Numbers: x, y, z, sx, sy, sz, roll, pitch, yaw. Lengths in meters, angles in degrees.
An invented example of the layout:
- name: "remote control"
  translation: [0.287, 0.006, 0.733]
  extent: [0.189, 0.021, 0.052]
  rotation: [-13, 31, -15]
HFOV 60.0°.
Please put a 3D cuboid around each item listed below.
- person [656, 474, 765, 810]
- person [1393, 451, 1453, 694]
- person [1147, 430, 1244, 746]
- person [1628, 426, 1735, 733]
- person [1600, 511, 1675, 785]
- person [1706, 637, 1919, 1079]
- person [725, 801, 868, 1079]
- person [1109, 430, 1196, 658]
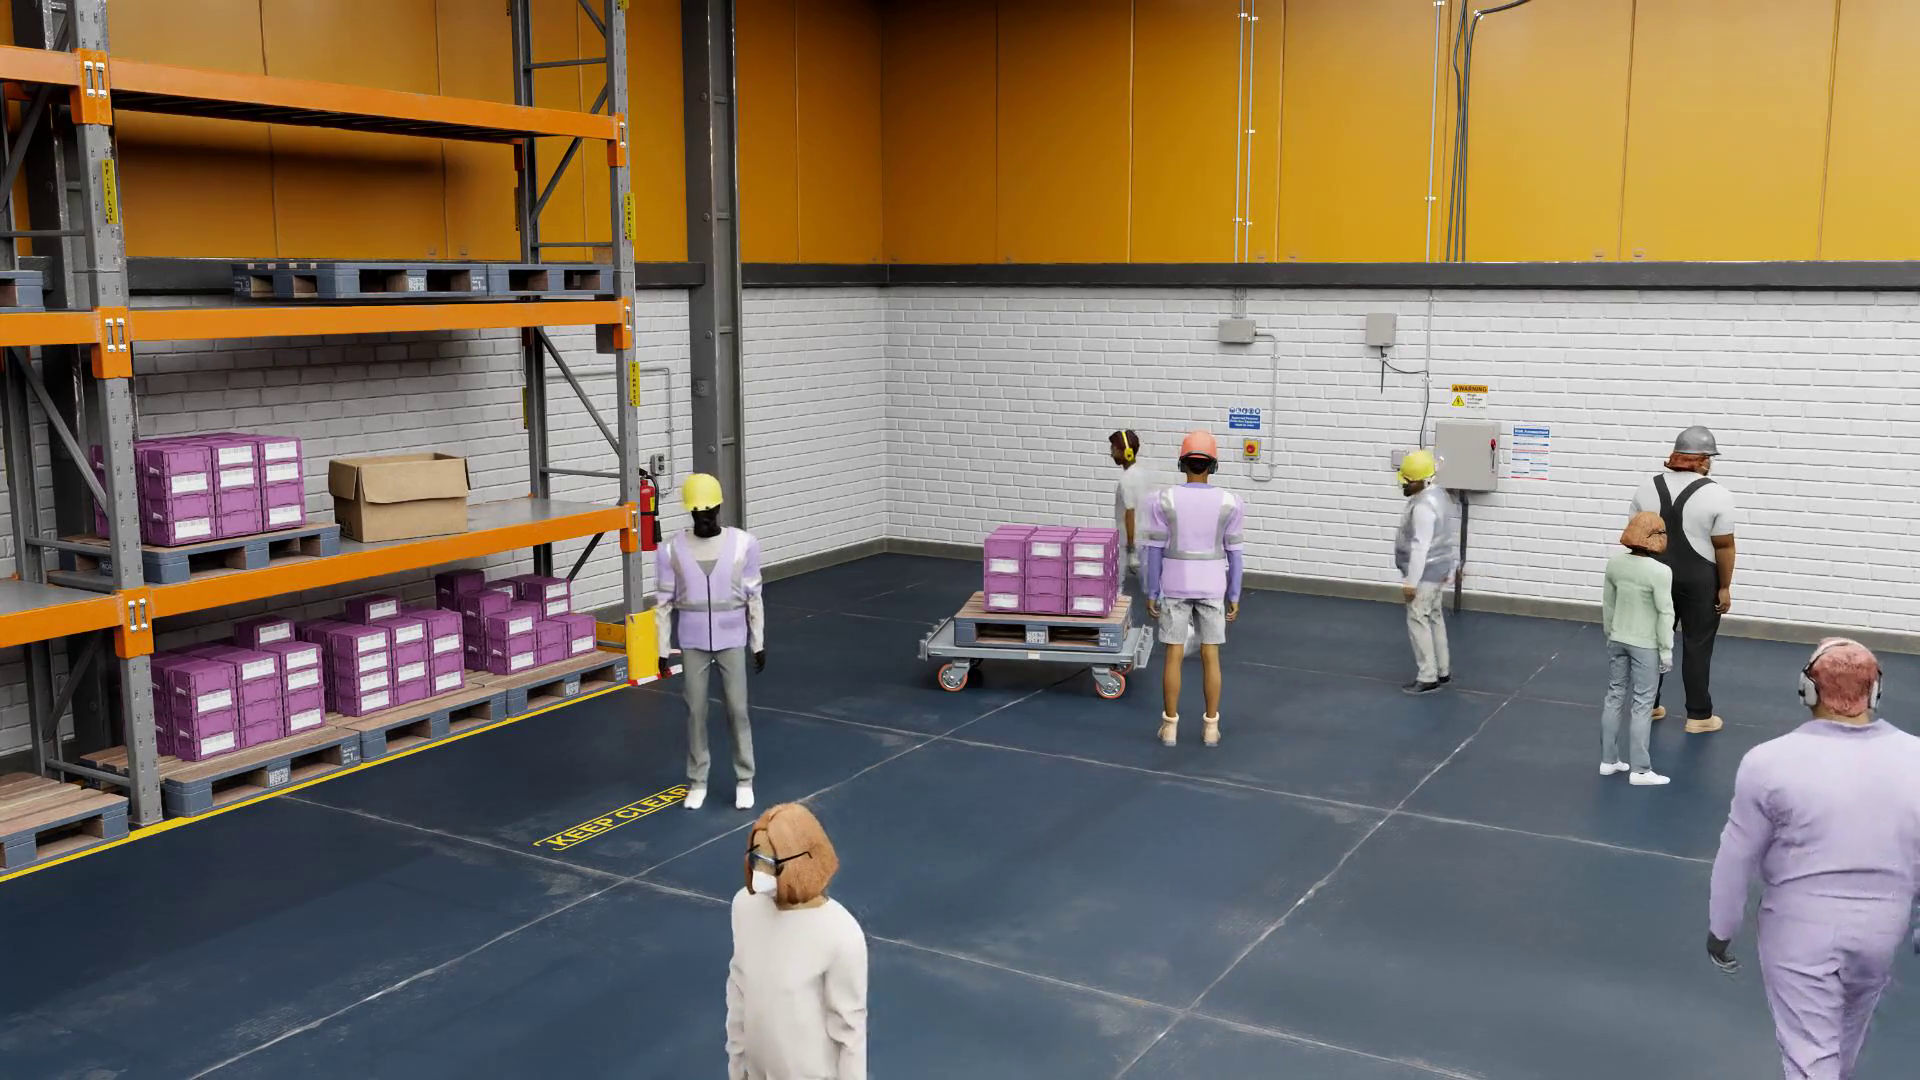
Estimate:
- name: "person"
  translation: [-1.411, 0.572, 9.438]
  extent: [0.600, 1.916, 0.396]
  rotation: [-1, 9, -4]
- name: "person"
  translation: [3.372, 0.223, 12.044]
  extent: [0.441, 1.781, 0.730]
  rotation: [4, 10, 25]
- name: "person"
  translation: [1.502, 0.313, 10.689]
  extent: [0.604, 2.039, 0.401]
  rotation: [0, 9, 3]
- name: "person"
  translation: [4.848, 0.244, 11.095]
  extent: [0.537, 2.000, 0.689]
  rotation: [-7, 12, -39]
- name: "person"
  translation: [4.040, 0.637, 9.910]
  extent: [0.279, 1.633, 0.505]
  rotation: [-4, 10, -24]
- name: "person"
  translation: [2.781, 1.228, 5.454]
  extent: [0.678, 1.870, 0.914]
  rotation: [1, 9, 3]
- name: "person"
  translation: [-0.423, 1.491, 4.632]
  extent: [0.510, 1.611, 0.654]
  rotation: [8, 12, 41]
- name: "person"
  translation: [1.449, 0.035, 13.096]
  extent: [0.899, 1.829, 0.517]
  rotation: [5, 11, 30]
